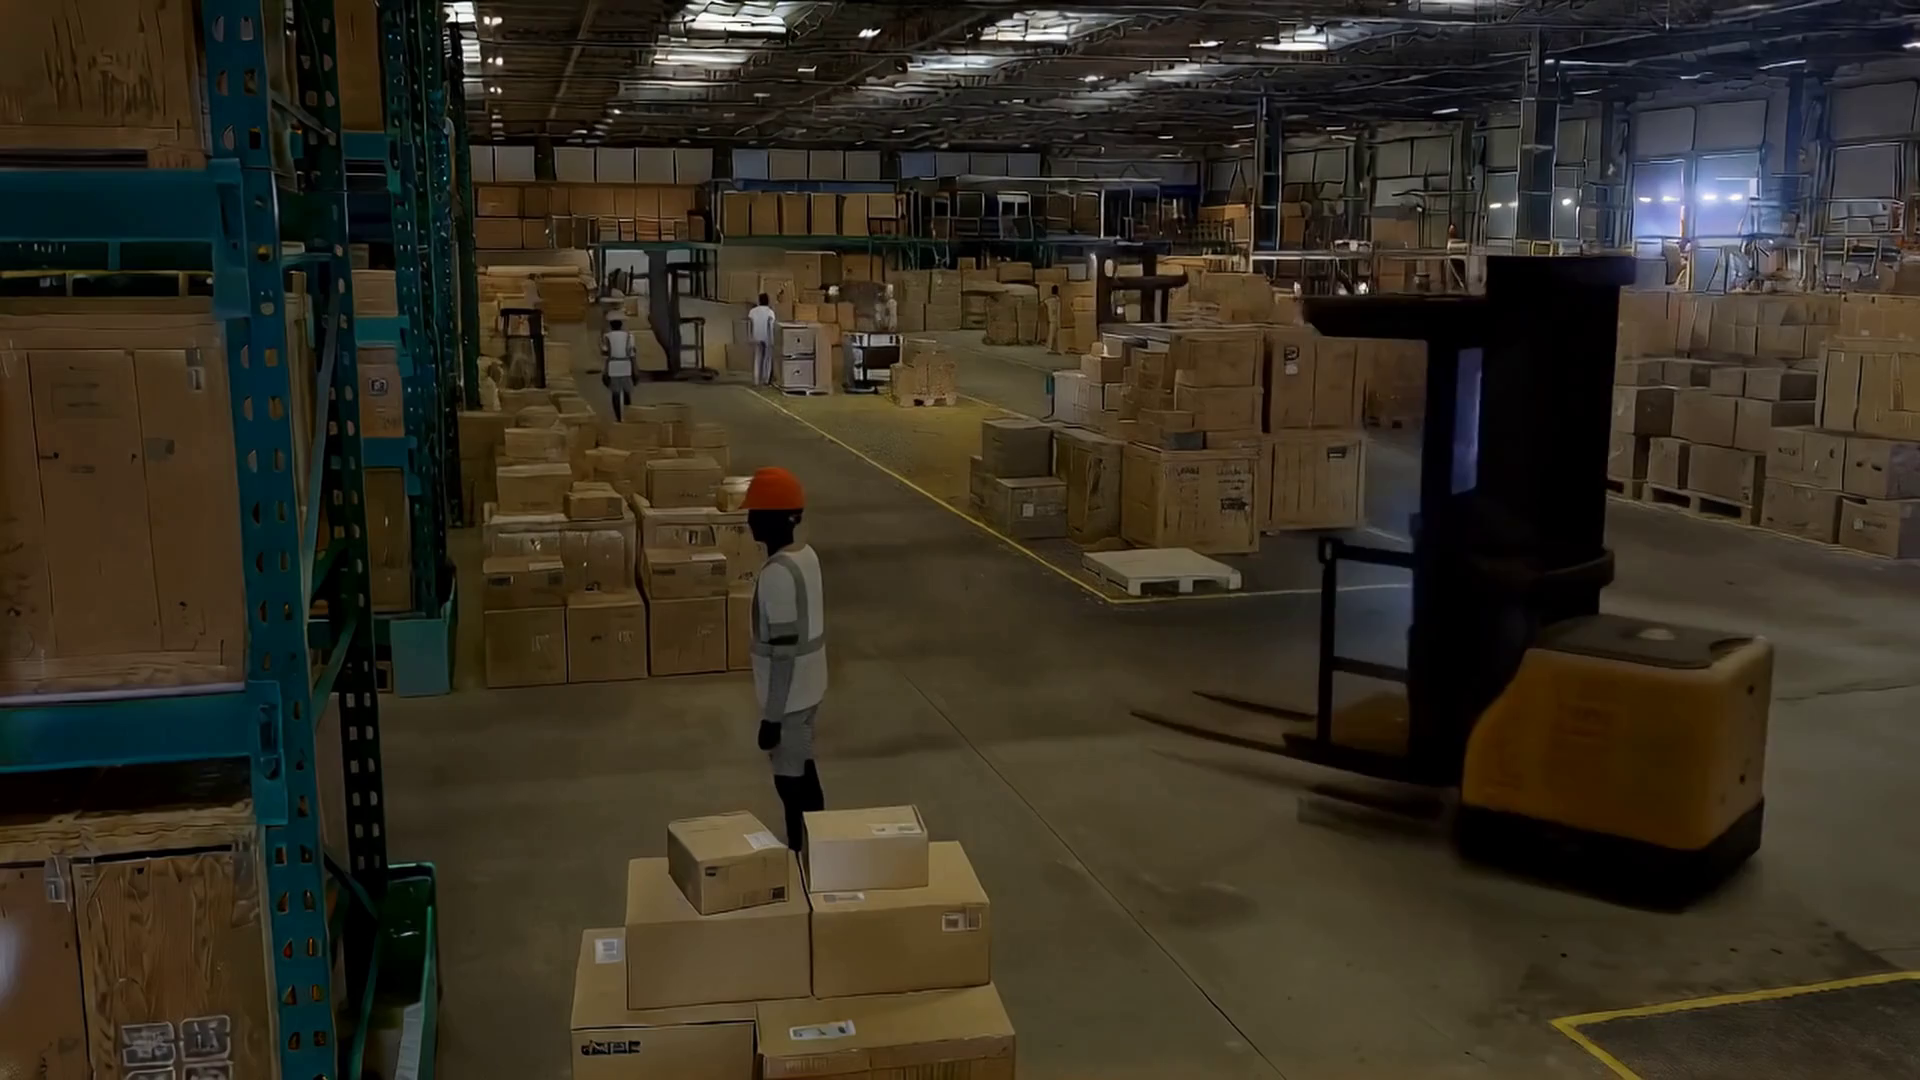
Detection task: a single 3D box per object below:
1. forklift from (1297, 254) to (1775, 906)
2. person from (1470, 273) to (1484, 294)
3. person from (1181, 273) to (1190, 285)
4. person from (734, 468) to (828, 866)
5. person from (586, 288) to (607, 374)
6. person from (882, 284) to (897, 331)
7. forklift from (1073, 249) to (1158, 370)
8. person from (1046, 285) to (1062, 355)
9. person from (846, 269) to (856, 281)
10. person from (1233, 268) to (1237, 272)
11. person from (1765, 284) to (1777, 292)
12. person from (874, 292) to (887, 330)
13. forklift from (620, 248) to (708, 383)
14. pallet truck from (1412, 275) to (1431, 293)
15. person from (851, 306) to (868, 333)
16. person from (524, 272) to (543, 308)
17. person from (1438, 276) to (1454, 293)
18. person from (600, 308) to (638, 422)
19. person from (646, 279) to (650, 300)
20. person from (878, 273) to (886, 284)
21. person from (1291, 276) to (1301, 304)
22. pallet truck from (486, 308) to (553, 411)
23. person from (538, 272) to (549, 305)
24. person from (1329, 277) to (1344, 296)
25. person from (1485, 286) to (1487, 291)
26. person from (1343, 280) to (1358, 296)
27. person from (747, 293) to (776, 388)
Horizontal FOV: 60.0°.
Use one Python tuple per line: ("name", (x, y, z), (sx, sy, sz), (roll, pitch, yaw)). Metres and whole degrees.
("forklift", (2.741, 0.067, 7.795), (1.873, 2.768, 1.129), (8, 13, 40))
("person", (20.002, -9.405, 64.338), (0.511, 1.859, 0.472), (1, 10, 7))
("person", (8.402, -9.071, 62.358), (0.342, 1.882, 0.579), (-5, 11, -28))
("person", (-0.766, 0.653, 7.144), (0.379, 1.937, 0.547), (1, 10, 8))
("person", (-8.181, -4.698, 37.442), (0.629, 1.940, 0.379), (9, 13, 41))
("person", (-1.695, -5.186, 40.126), (0.361, 1.963, 0.613), (1, 10, 4))
("forklift", (2.504, -3.038, 25.379), (1.129, 2.768, 1.873), (-3, 10, -16))
("person", (2.491, -5.830, 44.093), (0.325, 1.860, 0.507), (-9, 13, -40))
("person", (-4.582, -10.309, 69.218), (0.370, 1.935, 0.552), (-9, 14, -42))
("person", (13.922, -12.958, 84.480), (0.520, 1.844, 0.331), (6, 12, 30))
("person", (21.035, -5.717, 43.344), (0.840, 1.897, 0.590), (4, 11, 22))
("person", (-2.149, -5.739, 44.094), (0.834, 1.666, 0.524), (6, 11, 29))
("forklift", (-6.295, -4.679, 34.671), (1.873, 2.768, 1.129), (-3, 10, -15))
("pallet truck", (14.620, -7.324, 52.145), (0.823, 1.965, 1.885), (8, 13, 40))
("person", (-2.065, -4.092, 34.878), (0.527, 1.623, 0.547), (10, 14, 44))
("person", (-14.927, -8.387, 58.262), (0.710, 1.959, 0.459), (-9, 14, -43))
("person", (15.775, -7.642, 54.172), (0.390, 1.921, 0.583), (-9, 13, -42))
("person", (-5.258, -2.607, 25.652), (0.556, 1.922, 0.721), (-2, 10, -10))
("person", (-13.384, -10.797, 72.448), (0.599, 1.780, 0.969), (-3, 10, -16))
("person", (-2.870, -8.955, 61.723), (1.054, 1.880, 0.559), (-9, 13, -41))
("person", (11.261, -7.952, 56.025), (1.012, 1.884, 0.651), (3, 10, 16))
("pallet truck", (-6.242, -2.418, 24.362), (0.823, 1.965, 1.885), (1, 10, 3))
("person", (-18.417, -10.975, 73.544), (0.493, 1.743, 0.303), (-4, 11, -20))
("person", (12.337, -7.675, 54.460), (0.576, 1.882, 0.355), (-6, 12, -30))
("person", (21.911, -10.116, 68.484), (0.624, 1.813, 0.848), (-2, 10, -10))
("person", (11.172, -6.625, 48.066), (0.978, 2.000, 0.689), (6, 12, 30))
("person", (-4.035, -4.032, 33.733), (0.669, 1.916, 0.477), (4, 11, 21))
